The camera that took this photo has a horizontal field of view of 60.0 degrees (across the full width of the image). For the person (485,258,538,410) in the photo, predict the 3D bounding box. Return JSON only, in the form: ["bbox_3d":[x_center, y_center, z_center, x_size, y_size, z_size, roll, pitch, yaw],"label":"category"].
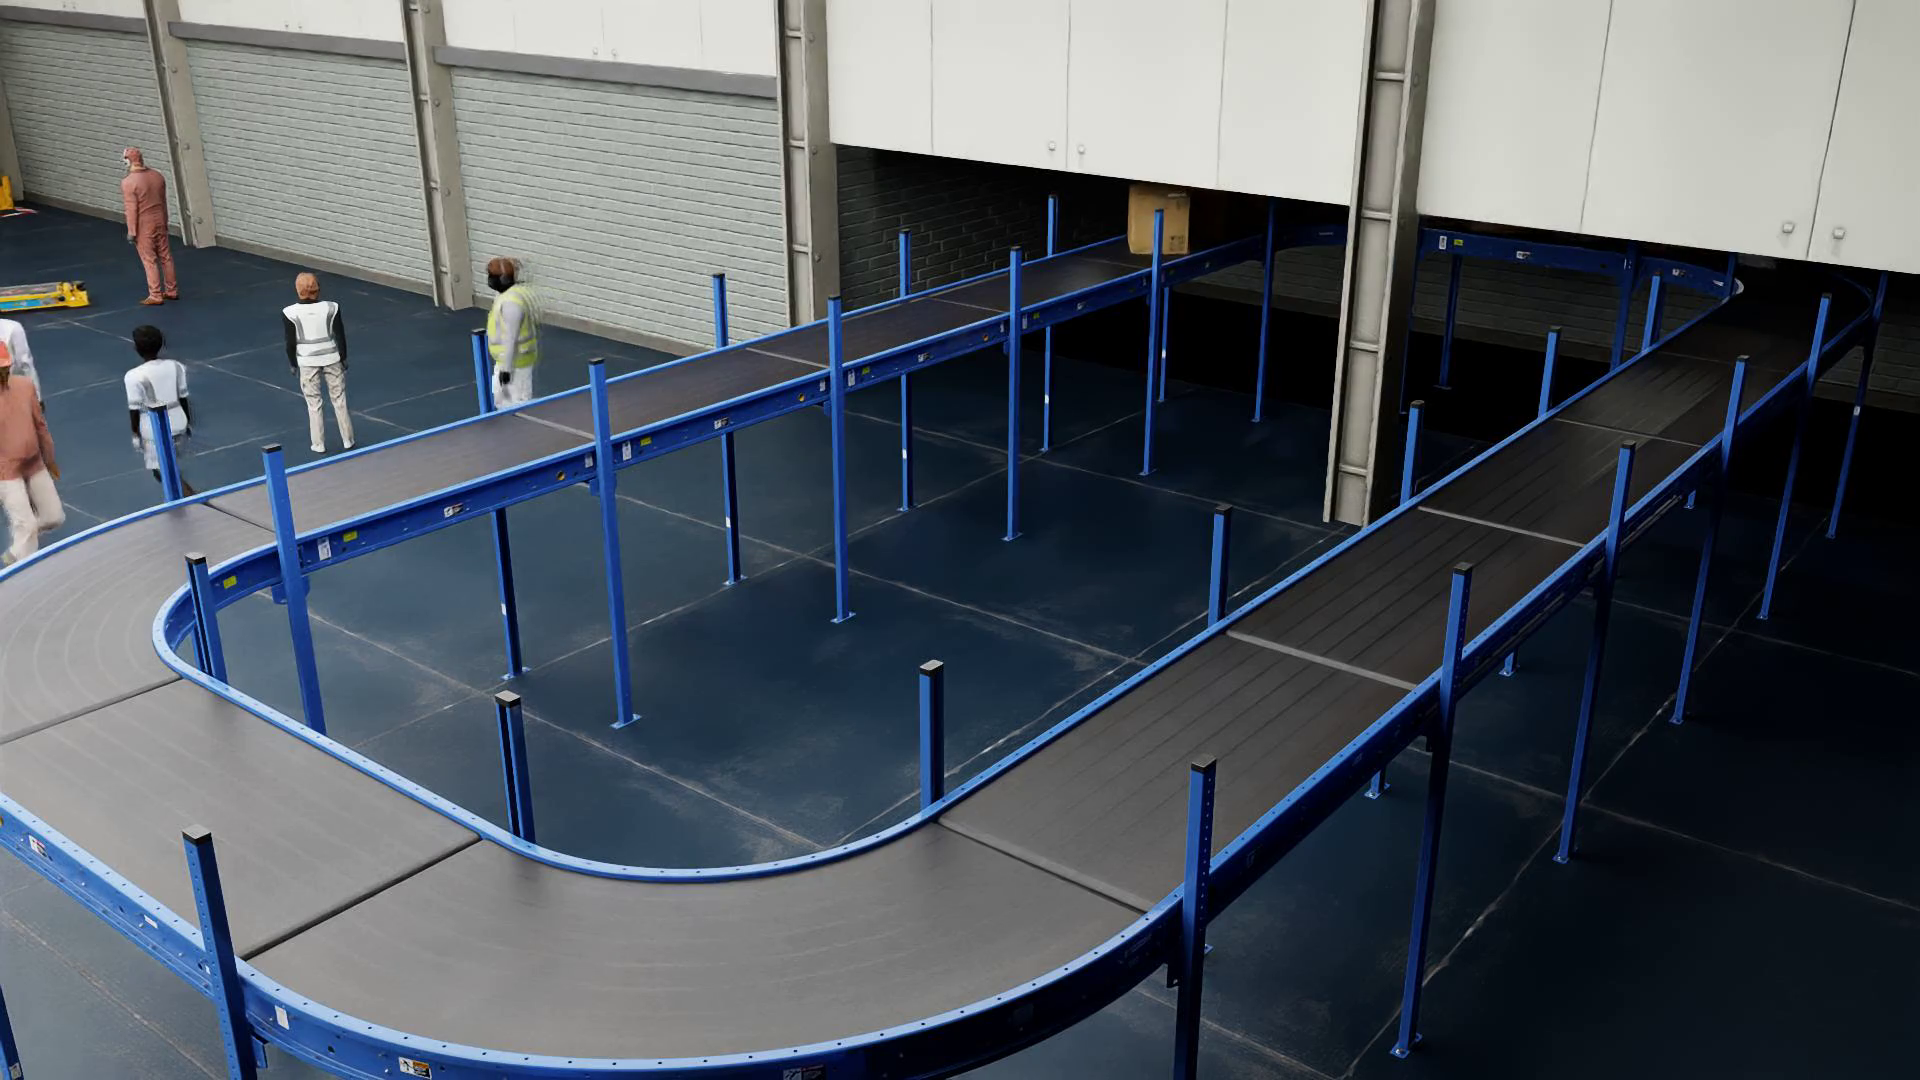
[{"bbox_3d":[-3.989,-1.585,14.735,0.511,1.825,0.635,-8,23,-20],"label":"person"}]

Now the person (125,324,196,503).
[{"bbox_3d":[-6.242,-0.873,13.119,0.739,1.669,0.534,8,23,20],"label":"person"}]

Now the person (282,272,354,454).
[{"bbox_3d":[-5.775,-1.587,14.980,0.515,1.640,0.315,-11,24,-26],"label":"person"}]

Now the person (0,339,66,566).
[{"bbox_3d":[-6.707,-0.506,11.788,0.517,1.967,0.647,8,23,19],"label":"person"}]

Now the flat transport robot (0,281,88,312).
[{"bbox_3d":[-11.443,-2.944,20.266,1.431,0.197,0.652,-11,24,-26],"label":"flat transport robot"}]

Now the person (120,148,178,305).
[{"bbox_3d":[-9.942,-3.825,20.318,0.406,1.902,0.639,6,22,16],"label":"person"}]

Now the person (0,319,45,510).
[{"bbox_3d":[-7.788,-1.164,13.535,0.567,1.913,0.514,-9,23,-23],"label":"person"}]
